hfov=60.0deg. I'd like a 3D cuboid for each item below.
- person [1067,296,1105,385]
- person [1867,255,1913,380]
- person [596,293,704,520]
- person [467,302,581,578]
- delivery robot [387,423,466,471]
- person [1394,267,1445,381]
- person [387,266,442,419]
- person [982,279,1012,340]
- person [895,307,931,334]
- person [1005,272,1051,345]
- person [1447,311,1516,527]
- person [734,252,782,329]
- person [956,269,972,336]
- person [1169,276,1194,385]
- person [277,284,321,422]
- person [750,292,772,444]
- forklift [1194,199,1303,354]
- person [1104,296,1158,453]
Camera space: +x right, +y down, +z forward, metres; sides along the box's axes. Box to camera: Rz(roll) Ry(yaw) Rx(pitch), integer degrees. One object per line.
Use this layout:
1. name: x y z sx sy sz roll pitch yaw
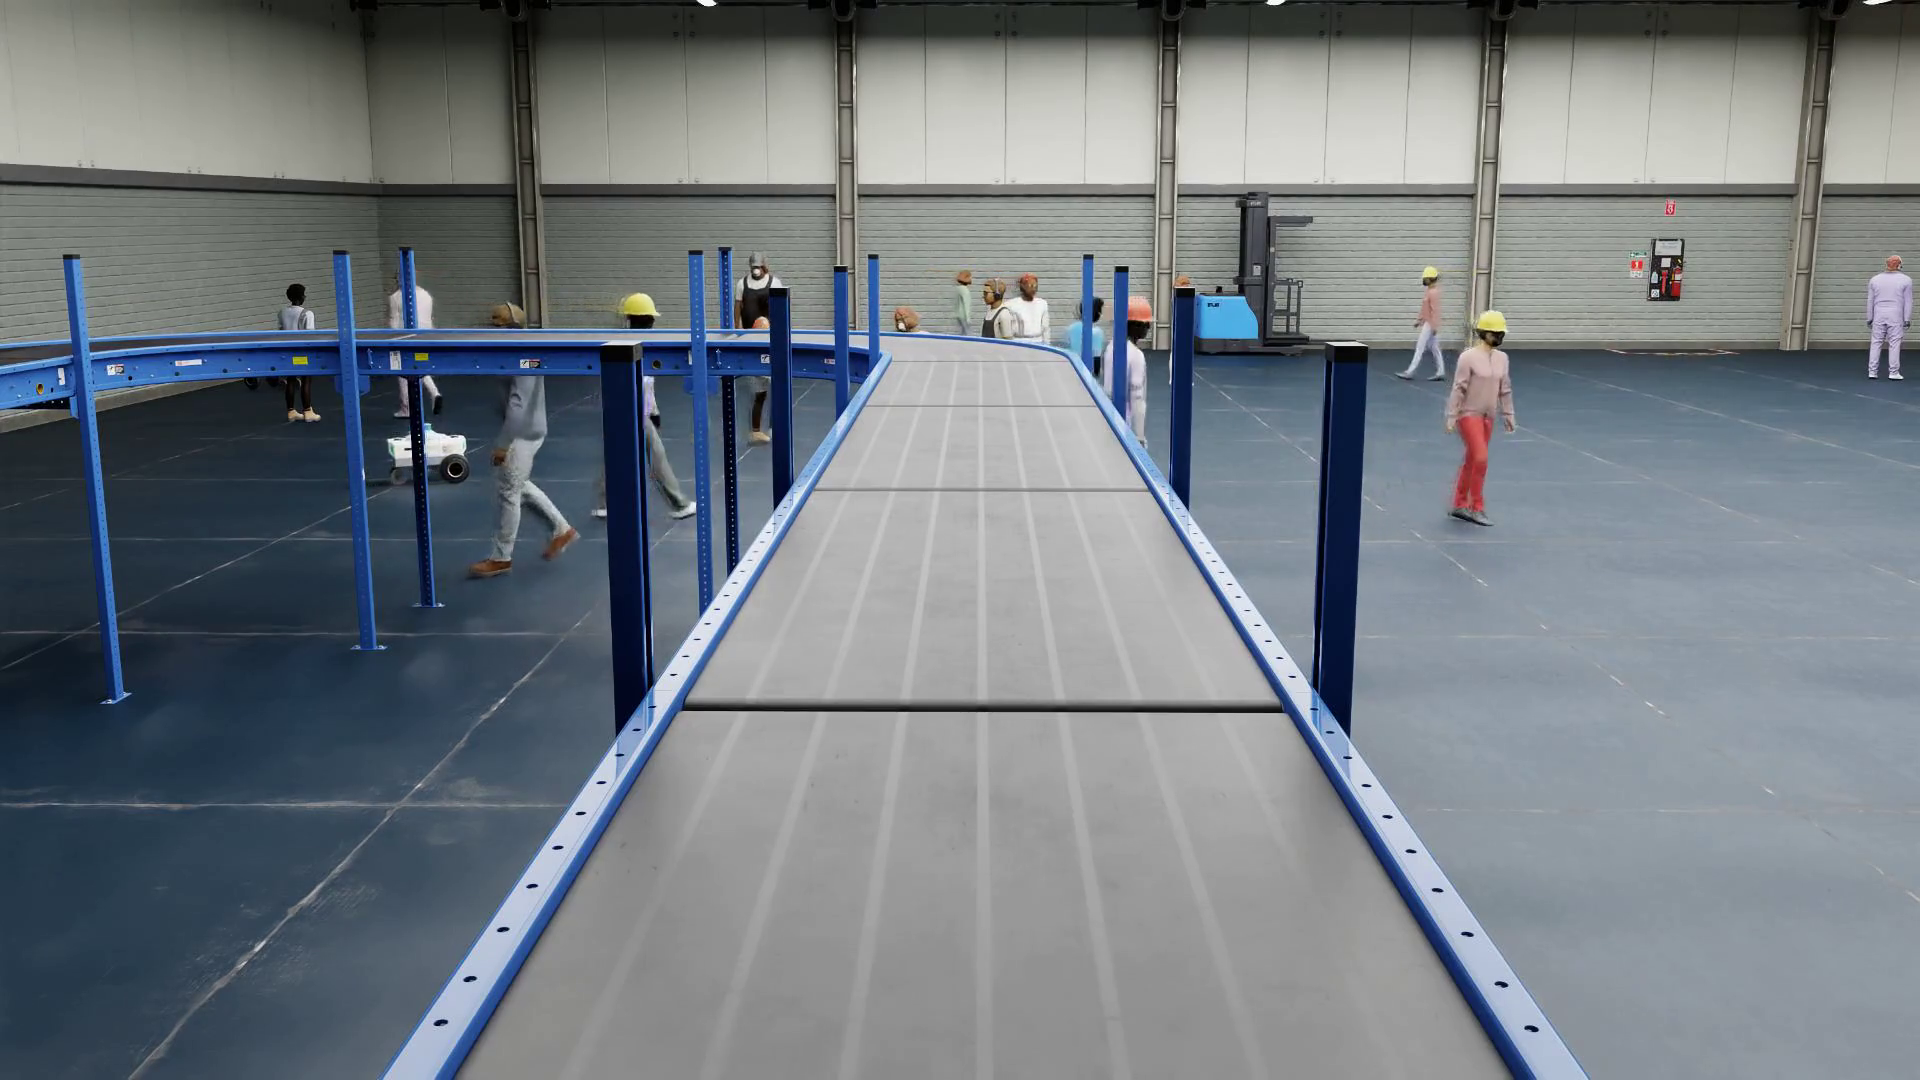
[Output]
1. person: 1.234 -1.723 17.512 0.591 1.671 0.571 -7 13 -33
2. person: 14.379 -3.438 25.735 0.407 1.910 0.640 -10 15 -43
3. person: -2.586 -1.084 13.713 0.974 1.870 0.609 -1 11 -4
4. person: -3.123 -0.712 11.744 0.859 1.907 0.675 -5 12 -24
5. delivery robot: -5.097 -0.870 15.895 0.707 0.478 0.477 -4 12 -21
6. person: 7.129 -3.306 25.523 0.698 1.741 0.533 2 11 12
7. person: -6.813 -2.444 20.660 0.607 1.892 0.661 8 13 35
8. person: 0.384 -1.865 17.814 0.348 1.847 0.505 -4 12 -20
9. person: -0.464 -1.564 16.892 0.540 1.605 0.341 3 11 17
10. person: 0.776 -2.149 19.216 0.592 1.874 0.418 -7 13 -33
11. person: 4.276 -0.986 13.533 0.556 1.739 0.703 -7 13 -30
12. person: -2.924 -3.183 24.194 0.690 2.000 0.966 1 11 5
13. person: 0.039 -3.756 28.083 0.545 1.617 0.518 -2 11 -8
14. person: 3.295 -3.115 24.783 0.285 1.633 0.497 -4 12 -20
15. person: -8.151 -2.310 20.505 0.530 1.689 0.323 3 12 17
16. person: -2.082 -1.903 18.429 0.533 1.682 0.538 -5 12 -24
17. forklift: 5.313 -4.851 30.603 1.873 2.768 1.129 0 11 1
18. person: 1.211 -0.870 12.510 0.551 1.917 0.558 -3 11 -16
